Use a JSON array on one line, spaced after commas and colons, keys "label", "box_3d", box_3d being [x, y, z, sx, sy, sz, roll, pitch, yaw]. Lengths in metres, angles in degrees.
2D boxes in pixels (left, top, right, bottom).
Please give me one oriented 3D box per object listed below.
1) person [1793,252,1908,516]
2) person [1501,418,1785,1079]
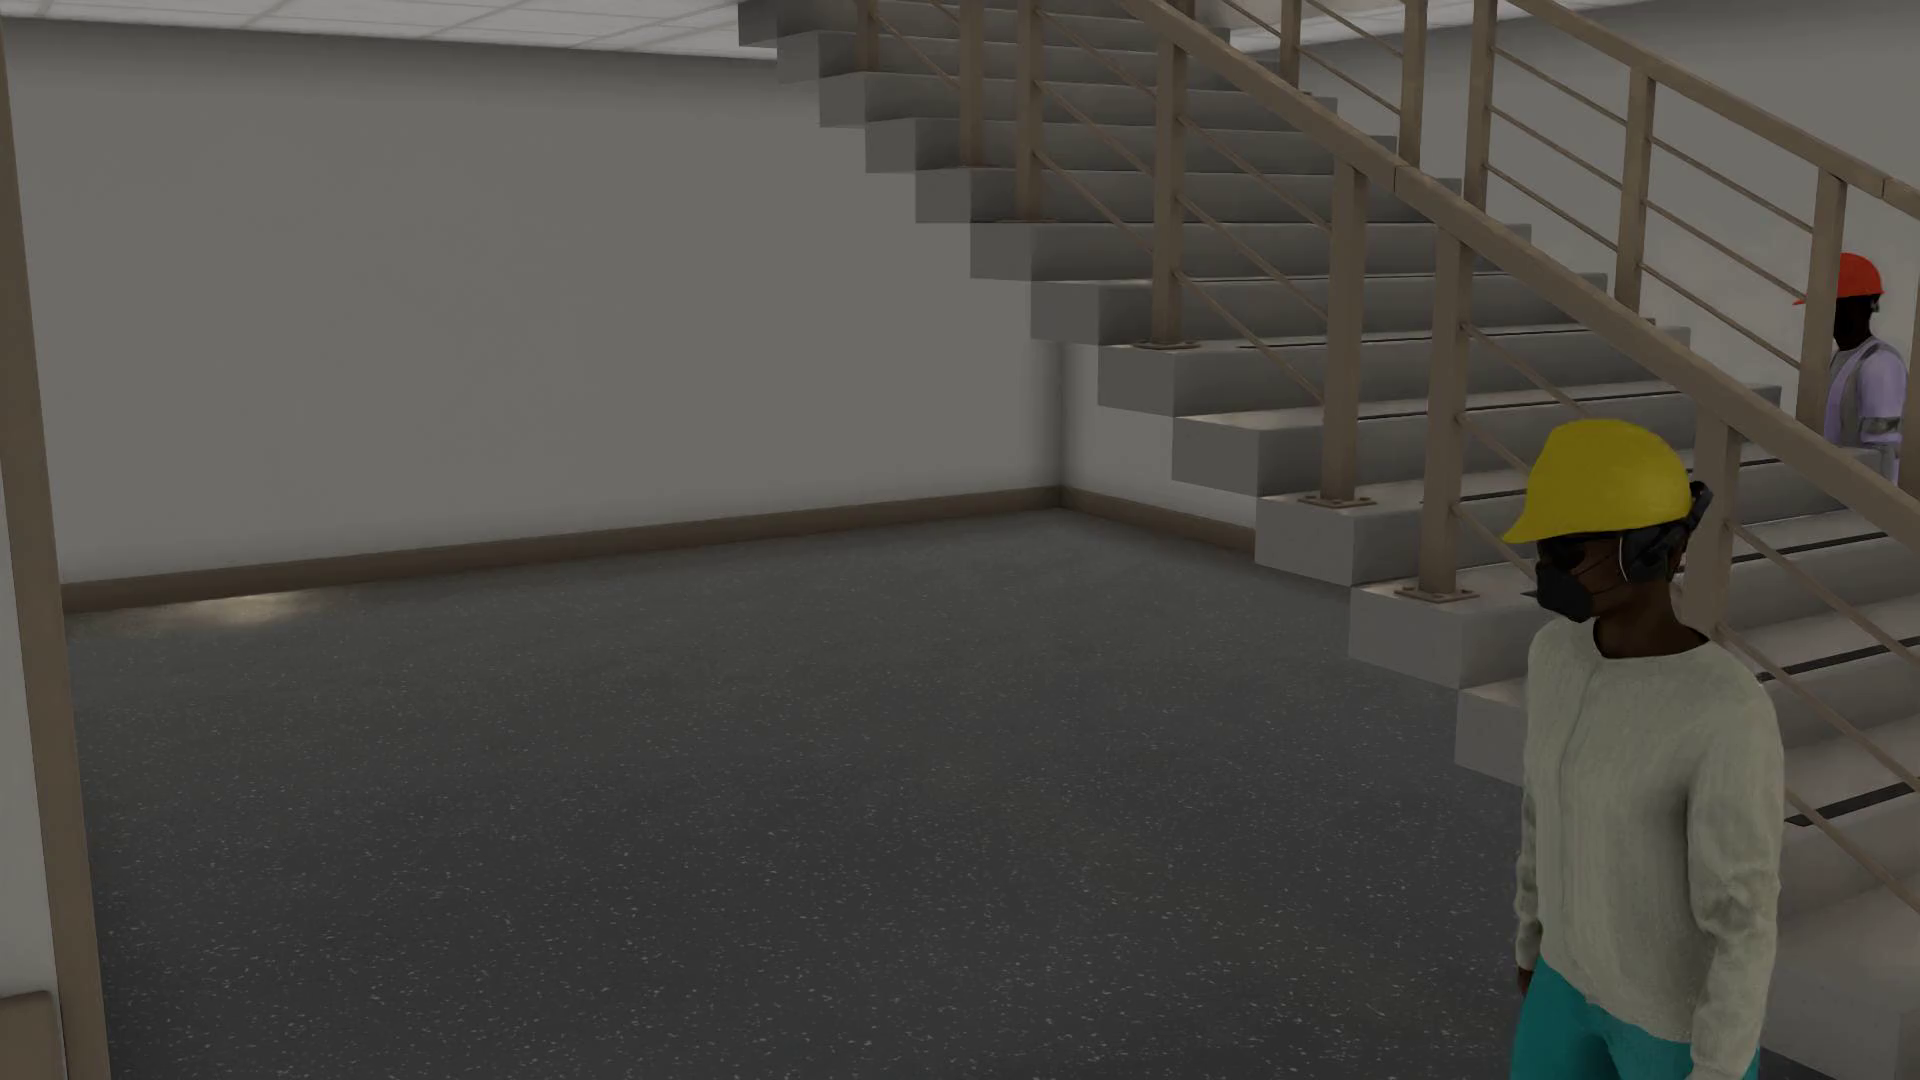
[{"label": "person", "box_3d": [3.400, -0.131, 6.386, 0.469, 1.919, 0.548, 2, 11, 8]}, {"label": "person", "box_3d": [0.978, 0.690, 2.483, 0.379, 1.749, 0.564, -3, 11, -18]}]
